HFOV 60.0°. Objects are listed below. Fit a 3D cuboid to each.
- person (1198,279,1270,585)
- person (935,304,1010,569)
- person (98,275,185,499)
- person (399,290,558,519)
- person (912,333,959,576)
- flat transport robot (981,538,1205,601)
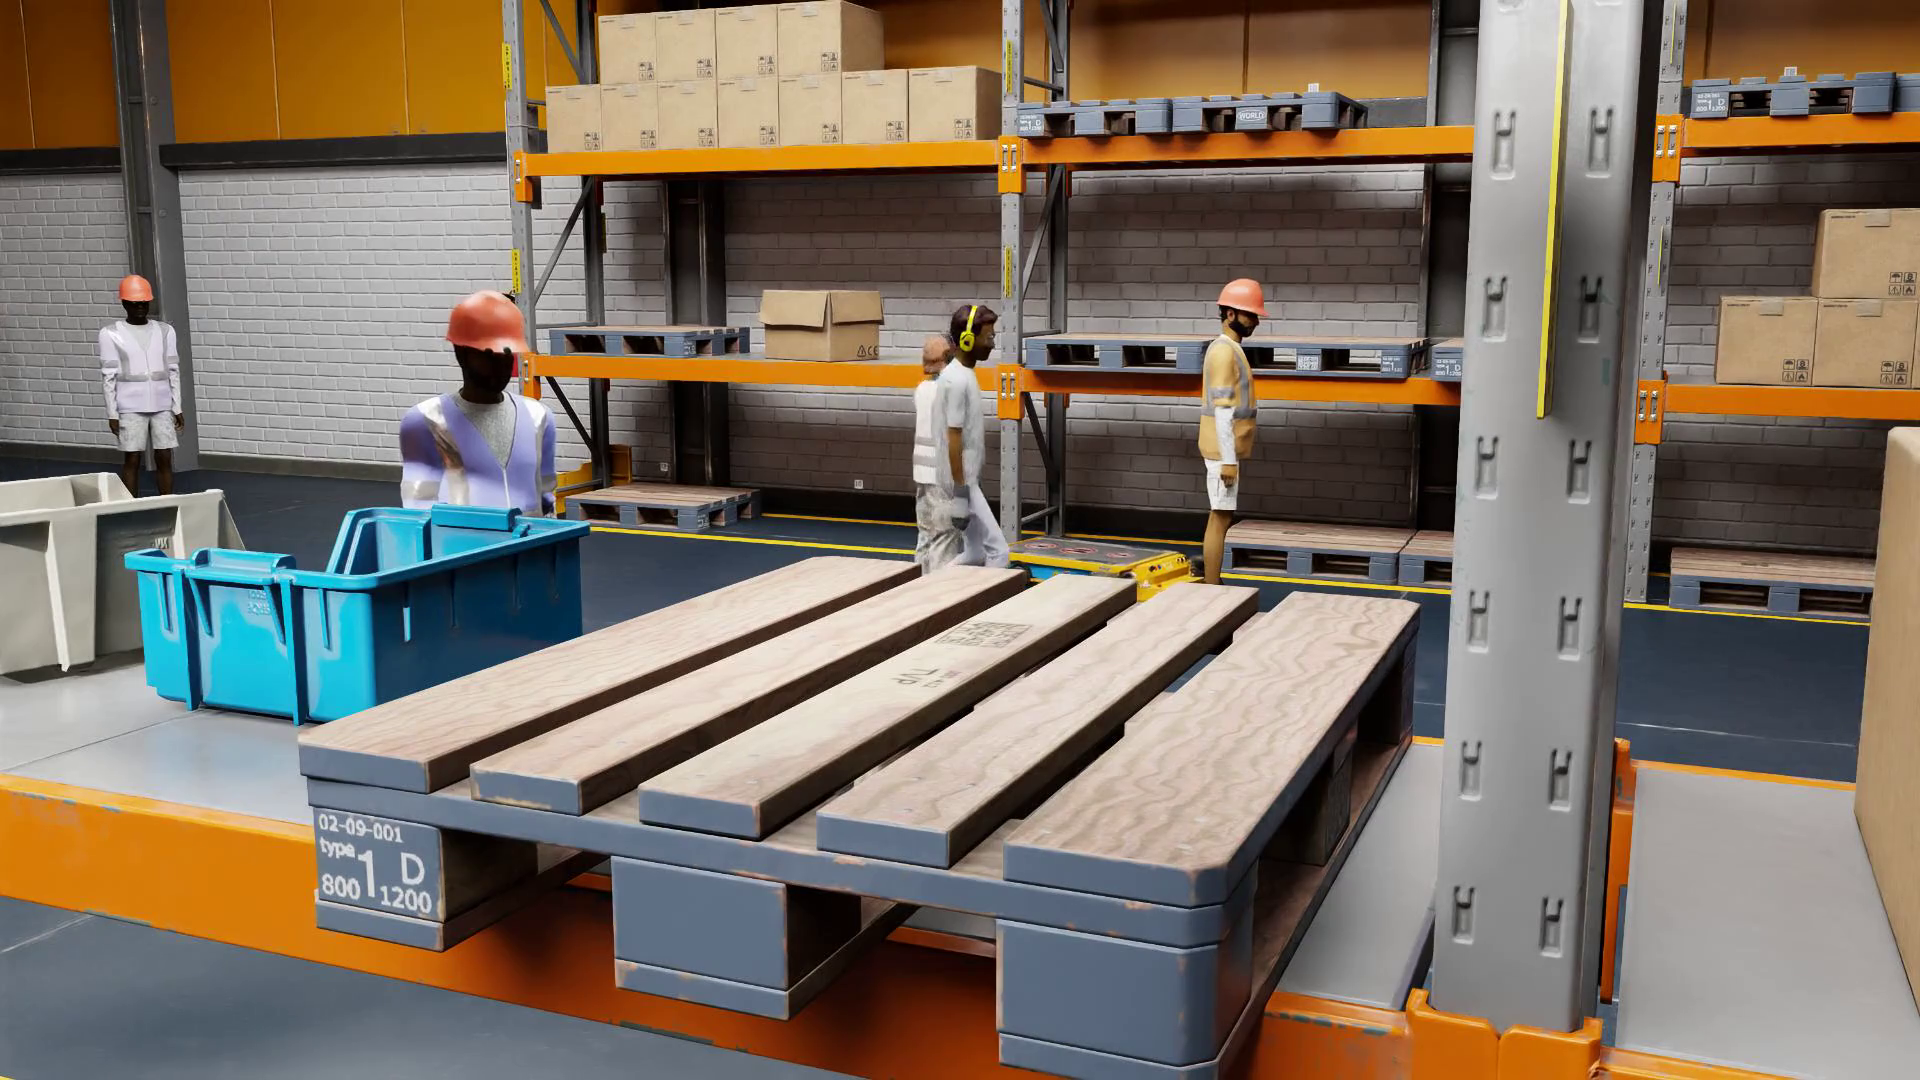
[{"bbox_3d":[1.542,-0.504,9.427,0.374,1.928,0.542,2,10,10],"label":"person"},{"bbox_3d":[0.071,-0.295,8.513,0.719,1.817,0.583,0,9,-1],"label":"person"},{"bbox_3d":[-6.033,-0.986,12.314,0.383,1.933,0.542,9,13,44],"label":"person"},{"bbox_3d":[-1.527,0.158,5.441,0.359,1.936,0.544,9,13,44],"label":"person"},{"bbox_3d":[-0.104,-0.310,9.155,0.314,1.635,0.541,-4,10,-24],"label":"person"},{"bbox_3d":[0.811,0.164,10.378,1.431,0.197,0.652,7,12,35],"label":"flat transport robot"}]
